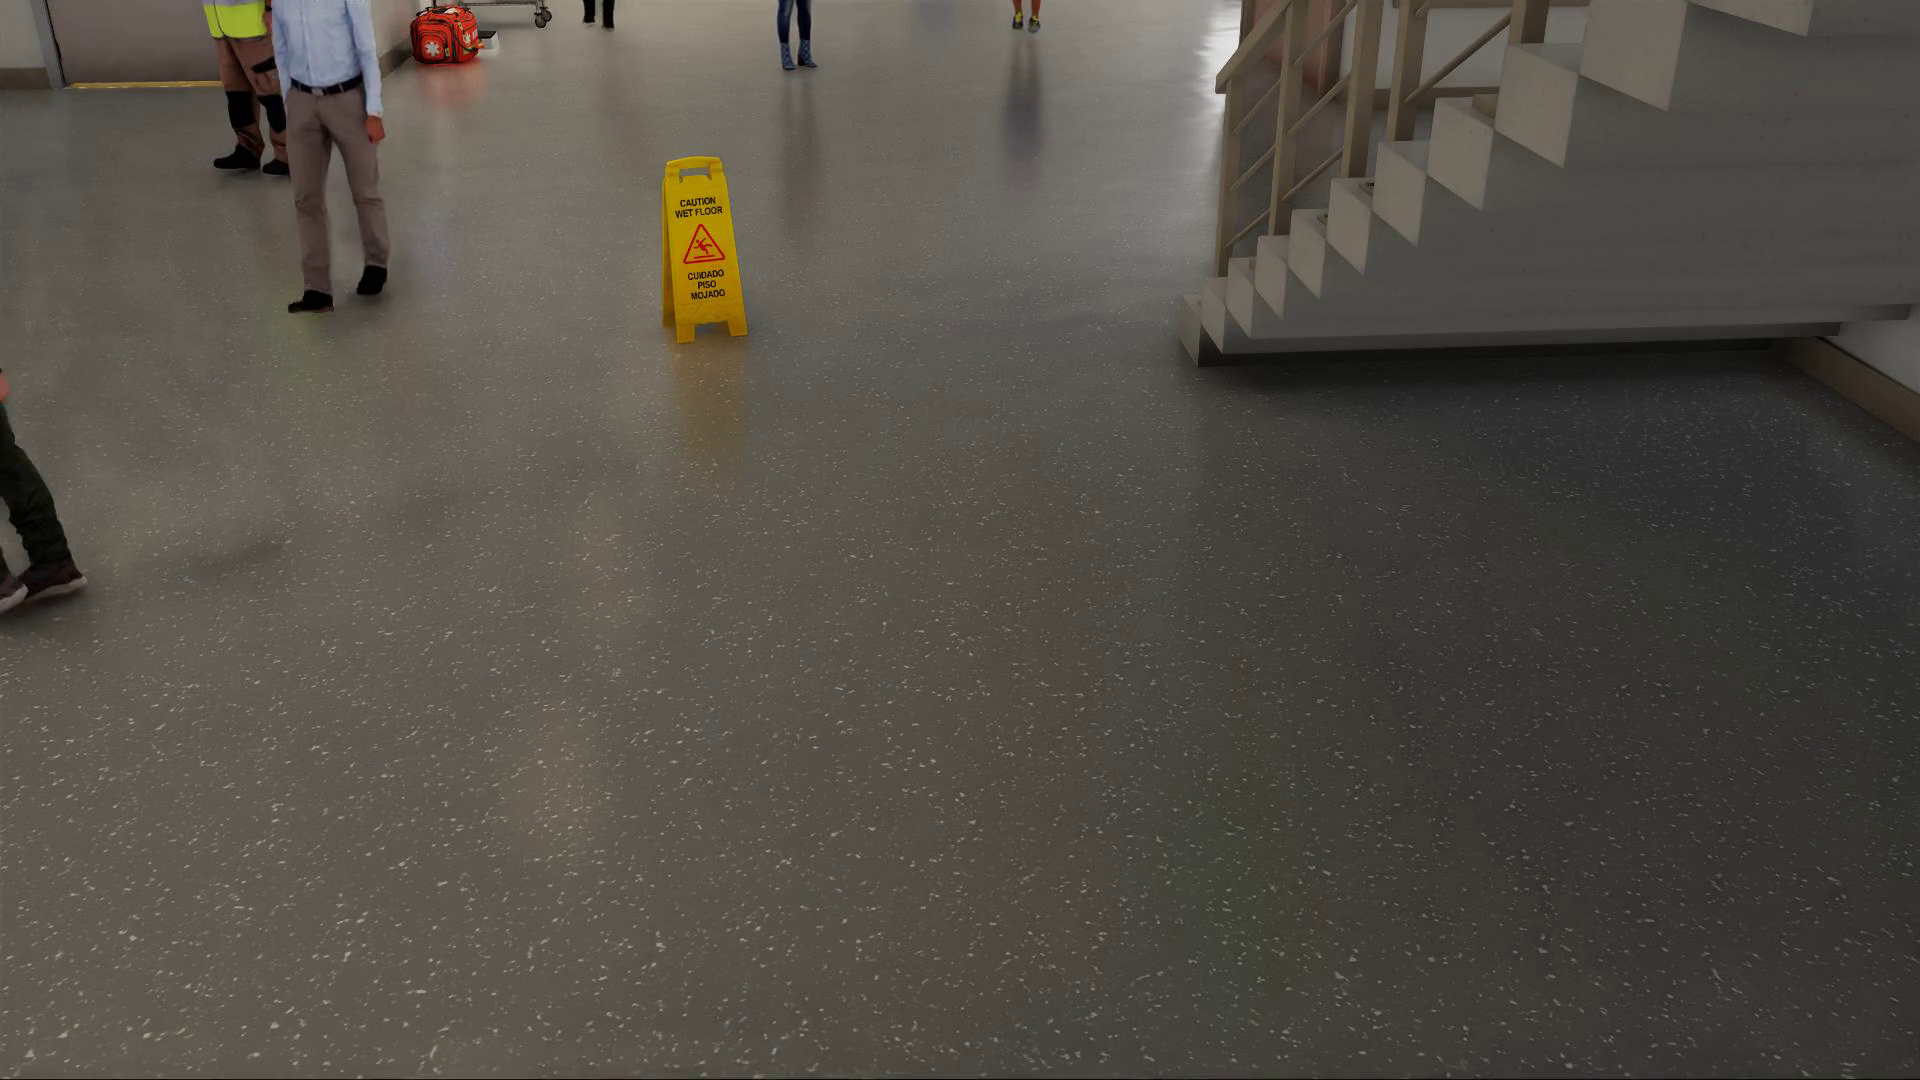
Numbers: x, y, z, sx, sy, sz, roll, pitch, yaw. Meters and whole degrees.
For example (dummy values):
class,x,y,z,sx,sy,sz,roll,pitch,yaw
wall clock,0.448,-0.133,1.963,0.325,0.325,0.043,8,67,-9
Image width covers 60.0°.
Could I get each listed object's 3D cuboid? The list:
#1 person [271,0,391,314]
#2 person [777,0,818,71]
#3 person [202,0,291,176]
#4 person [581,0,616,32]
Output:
class,x,y,z,sx,sy,sz,roll,pitch,yaw
person,-2.856,-1.990,7.643,0.730,1.811,1.063,1,26,1
person,-1.322,-4.594,13.258,0.697,1.624,0.726,-20,32,-36
person,-4.311,-3.126,9.961,0.832,1.844,0.861,11,28,21
person,-3.270,-5.326,14.978,0.695,1.449,0.822,-10,28,-20
